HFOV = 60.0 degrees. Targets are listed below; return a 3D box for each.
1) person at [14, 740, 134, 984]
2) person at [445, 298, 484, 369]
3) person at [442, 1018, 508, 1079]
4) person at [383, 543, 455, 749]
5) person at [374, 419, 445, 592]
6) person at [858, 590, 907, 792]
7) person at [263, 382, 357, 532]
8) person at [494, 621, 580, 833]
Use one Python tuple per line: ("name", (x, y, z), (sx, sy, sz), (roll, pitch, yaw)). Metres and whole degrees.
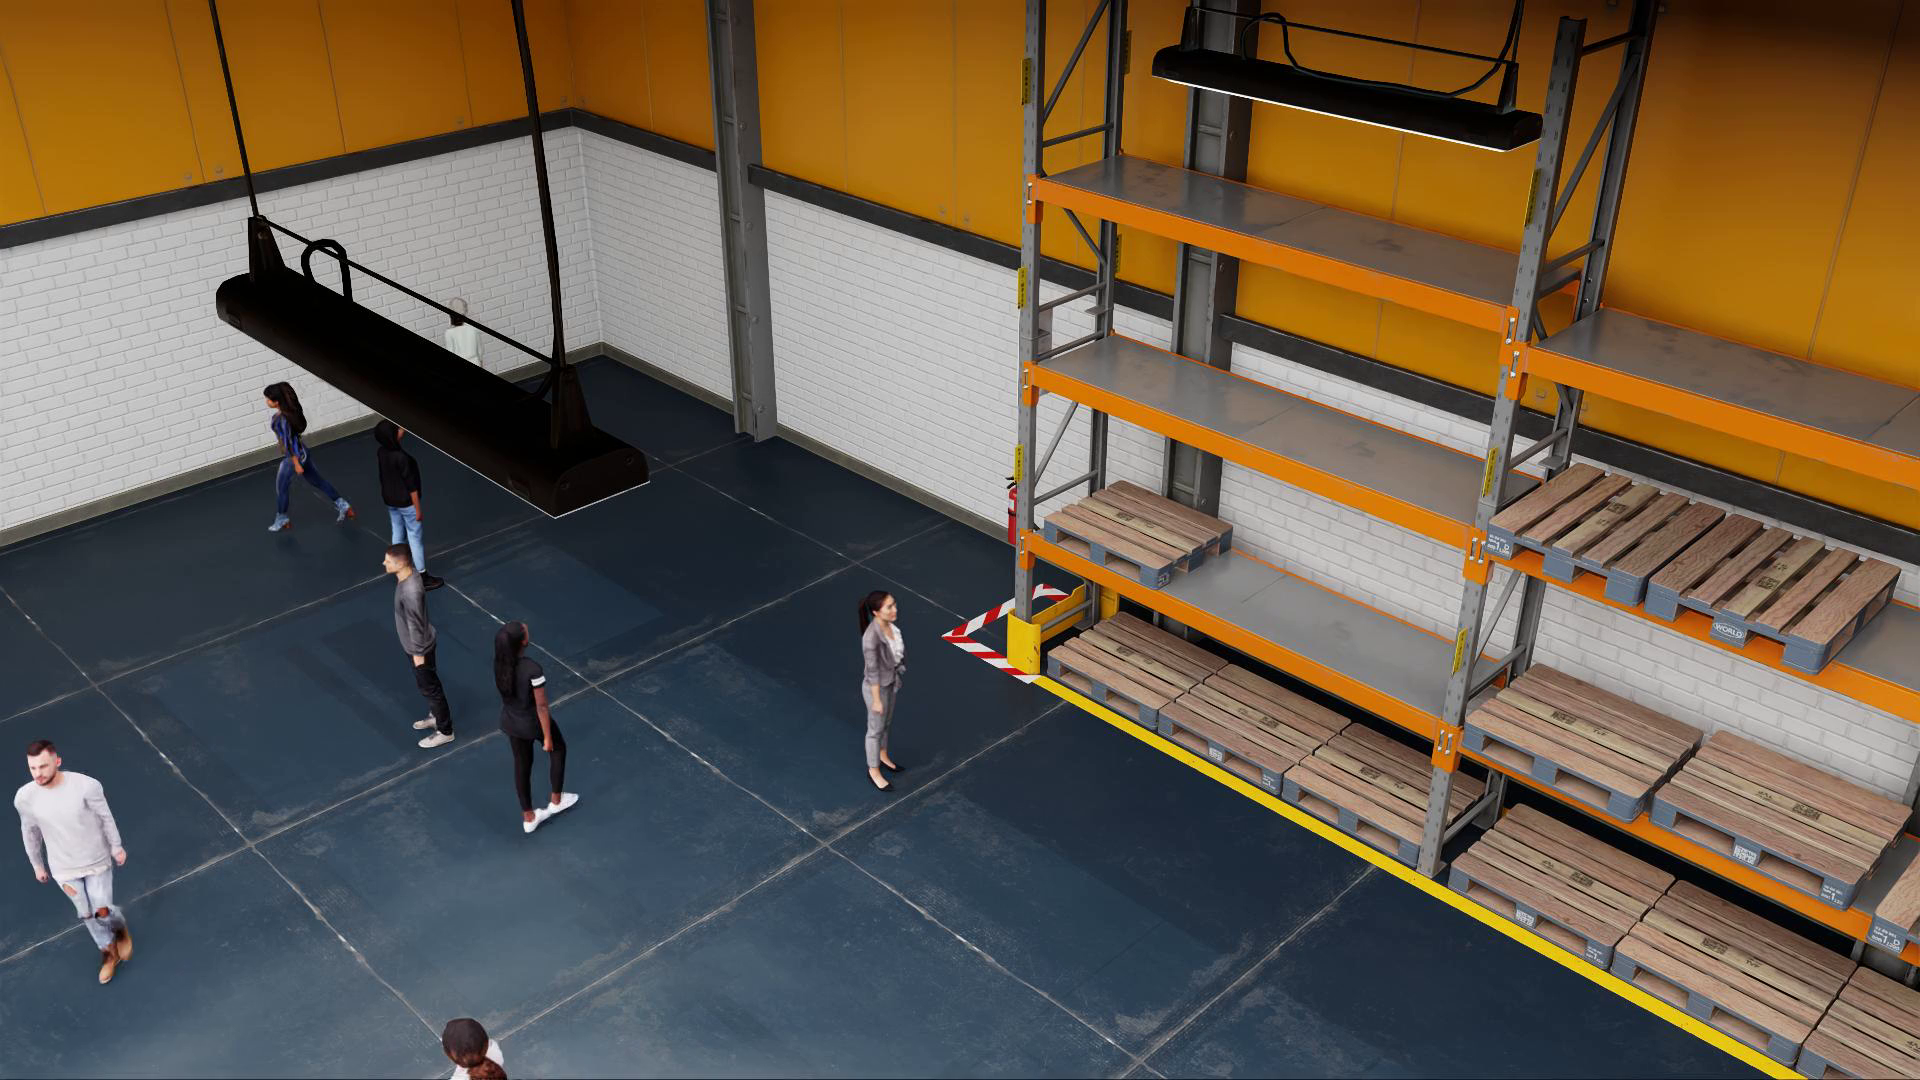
("person", (-5.692, 2.017, 10.786), (0.834, 1.830, 0.868), (-5, 29, -9))
("person", (-5.362, -1.865, 18.096), (0.574, 1.646, 0.501), (-24, 37, -37))
("person", (-2.425, 3.178, 8.782), (0.939, 1.712, 0.811), (9, 30, 15))
("person", (-4.249, 0.802, 13.089), (0.737, 1.759, 0.588), (-11, 31, -20))
("person", (-5.103, -0.325, 15.215), (0.549, 1.701, 0.685), (16, 33, 27))
("person", (-0.597, 1.113, 12.602), (0.737, 1.678, 0.718), (9, 30, 15))
("person", (-6.383, -0.792, 16.200), (1.068, 1.578, 1.112), (-5, 29, -9))
("person", (-3.183, 1.389, 12.055), (0.770, 1.717, 0.821), (13, 31, 22))
